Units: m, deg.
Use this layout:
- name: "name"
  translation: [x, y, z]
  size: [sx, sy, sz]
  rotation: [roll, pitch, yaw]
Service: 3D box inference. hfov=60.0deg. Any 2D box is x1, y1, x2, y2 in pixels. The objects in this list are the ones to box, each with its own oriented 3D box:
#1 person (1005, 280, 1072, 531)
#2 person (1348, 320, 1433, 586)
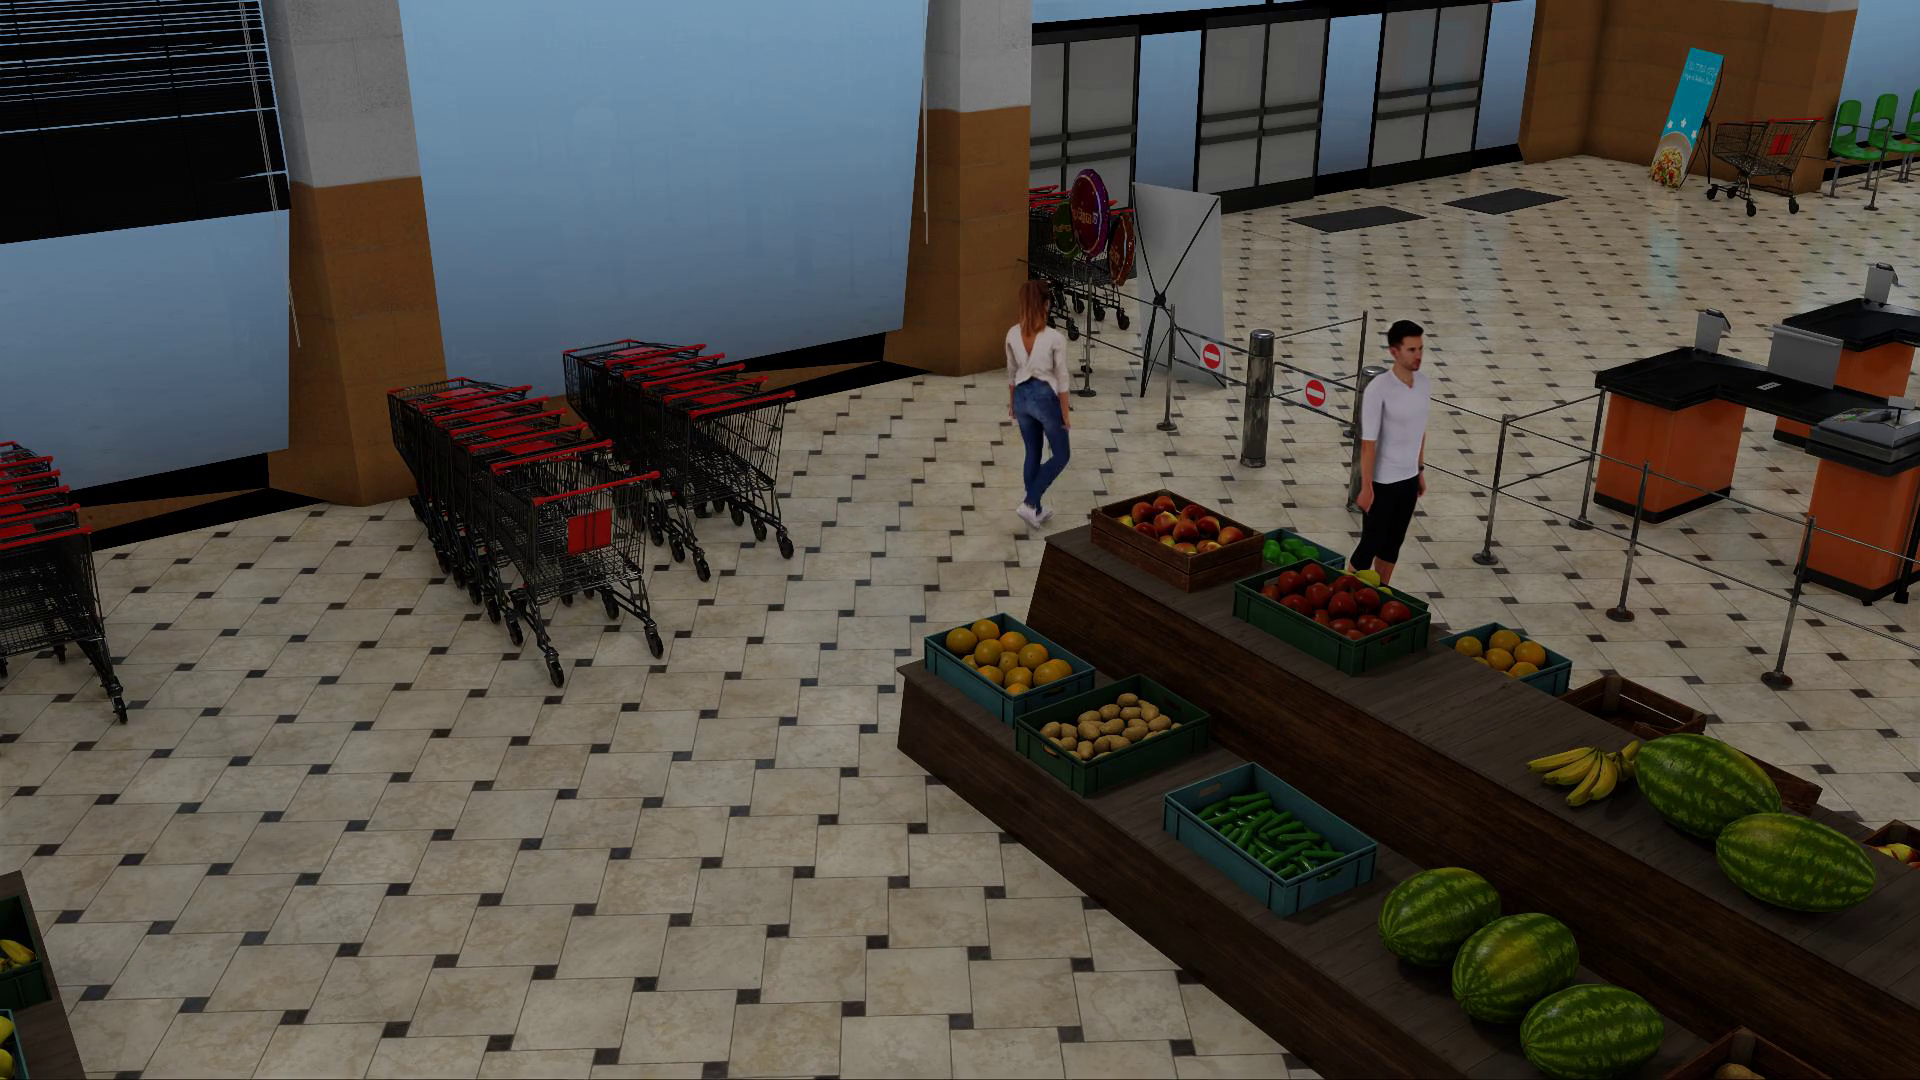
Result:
- name: "person"
  translation: [0.482, -0.837, 10.867]
  size: [0.852, 1.715, 0.853]
  rotation: [15, 28, 30]
- name: "person"
  translation: [2.499, -0.378, 9.649]
  size: [0.666, 1.851, 0.527]
  rotation: [-15, 28, -31]
